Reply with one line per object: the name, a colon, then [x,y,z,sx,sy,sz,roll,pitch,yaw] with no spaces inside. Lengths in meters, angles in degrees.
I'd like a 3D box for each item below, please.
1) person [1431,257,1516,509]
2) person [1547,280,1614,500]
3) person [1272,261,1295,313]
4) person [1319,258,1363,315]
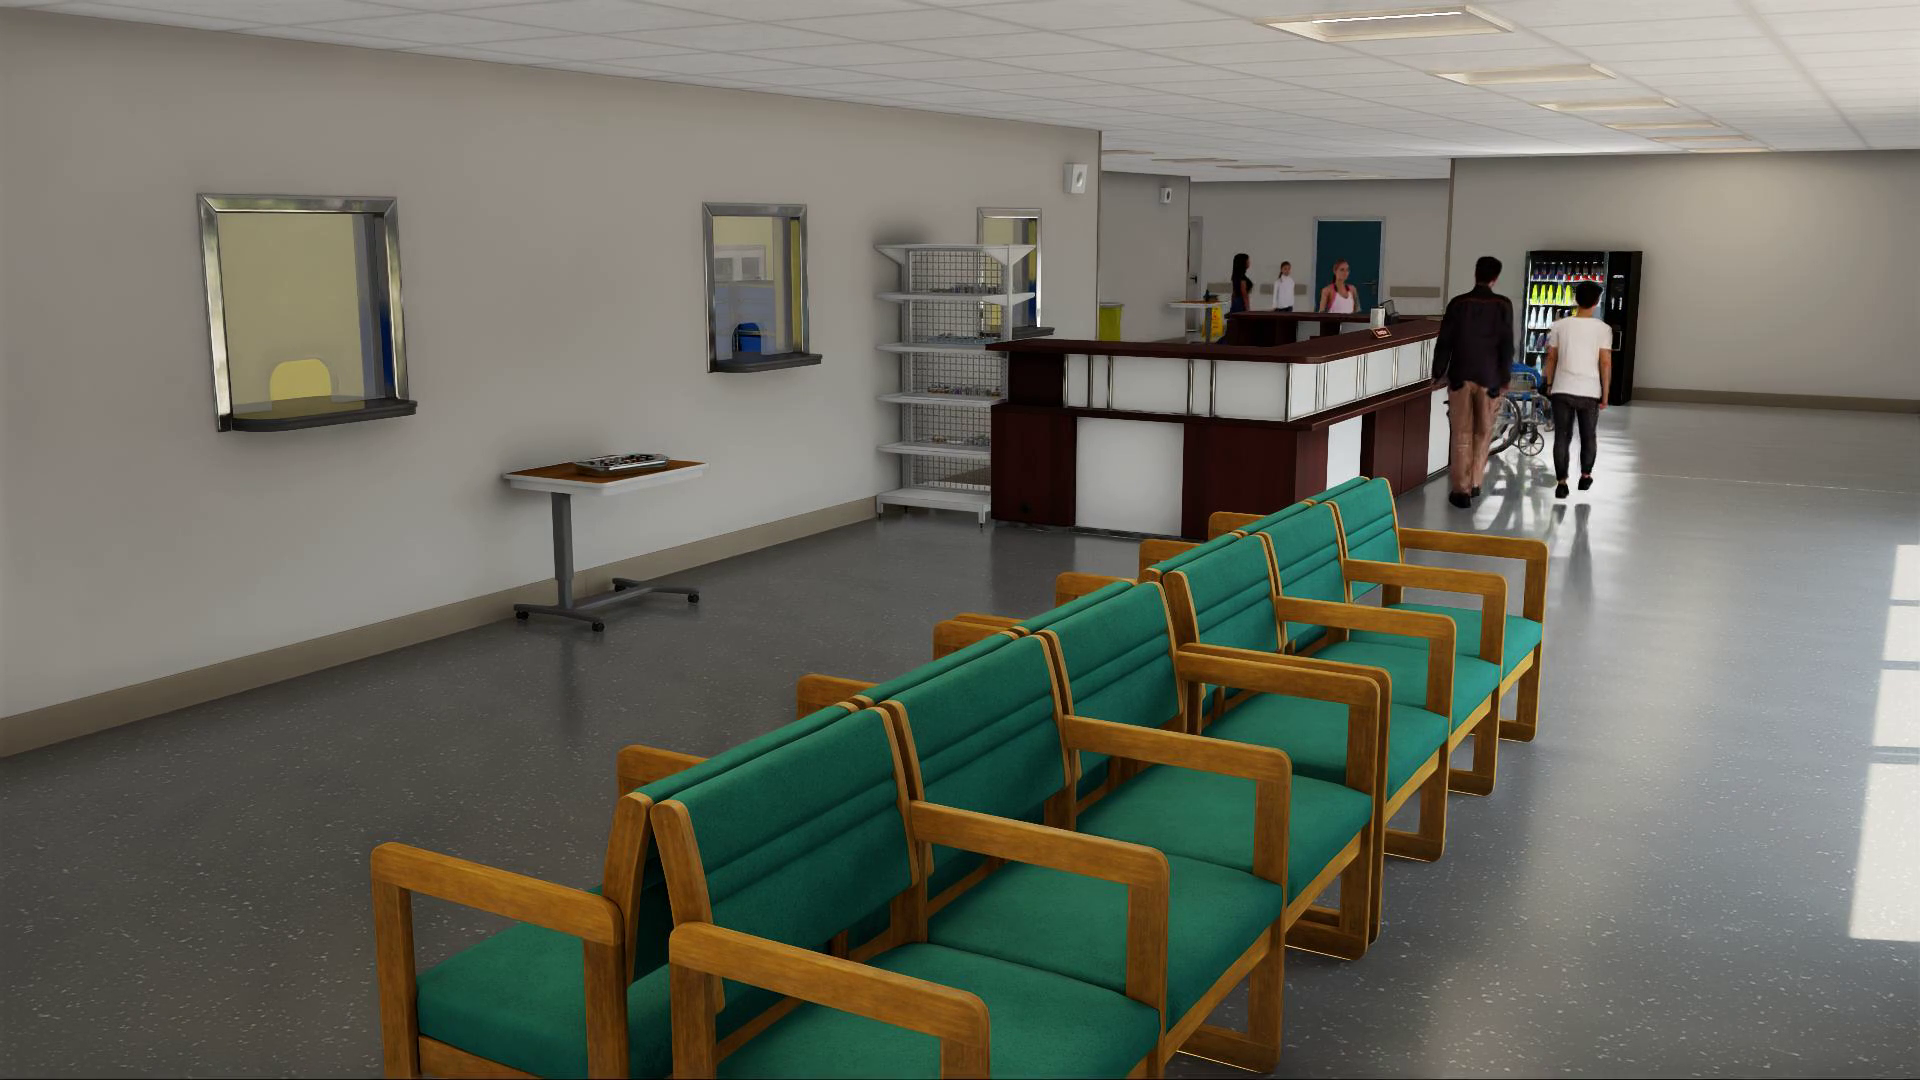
person: [3.926,-1.181,12.652,0.923,1.898,0.958,1,11,7]
person: [4.806,-1.158,13.006,0.904,1.691,0.764,4,12,22]
person: [5.348,-3.838,27.608,0.880,1.543,0.912,-2,11,-11]
person: [4.191,-2.259,18.726,0.986,1.752,1.113,-5,12,-24]
